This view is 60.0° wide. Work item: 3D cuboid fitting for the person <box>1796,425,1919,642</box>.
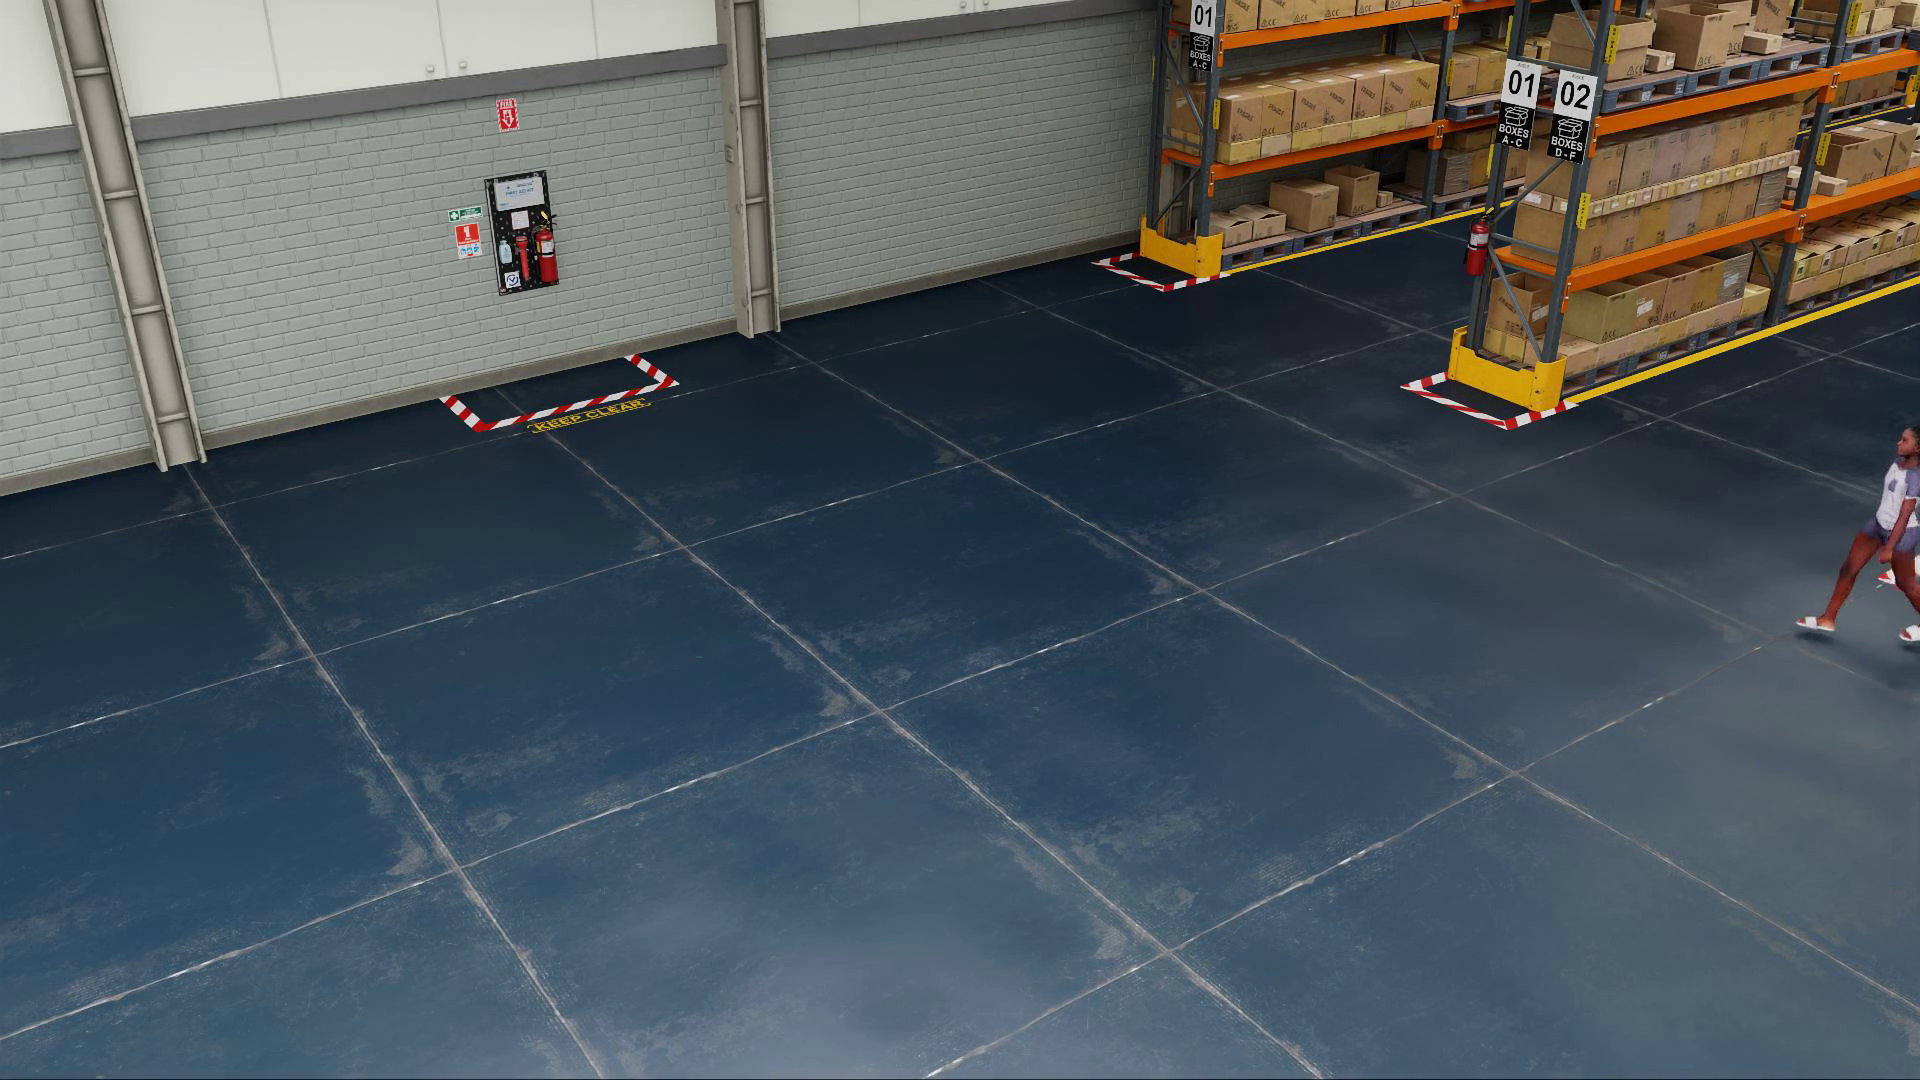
[{"bbox_3d":[6.802,-0.001,11.962,1.212,1.680,1.152,5,28,9],"label":"person"}]
